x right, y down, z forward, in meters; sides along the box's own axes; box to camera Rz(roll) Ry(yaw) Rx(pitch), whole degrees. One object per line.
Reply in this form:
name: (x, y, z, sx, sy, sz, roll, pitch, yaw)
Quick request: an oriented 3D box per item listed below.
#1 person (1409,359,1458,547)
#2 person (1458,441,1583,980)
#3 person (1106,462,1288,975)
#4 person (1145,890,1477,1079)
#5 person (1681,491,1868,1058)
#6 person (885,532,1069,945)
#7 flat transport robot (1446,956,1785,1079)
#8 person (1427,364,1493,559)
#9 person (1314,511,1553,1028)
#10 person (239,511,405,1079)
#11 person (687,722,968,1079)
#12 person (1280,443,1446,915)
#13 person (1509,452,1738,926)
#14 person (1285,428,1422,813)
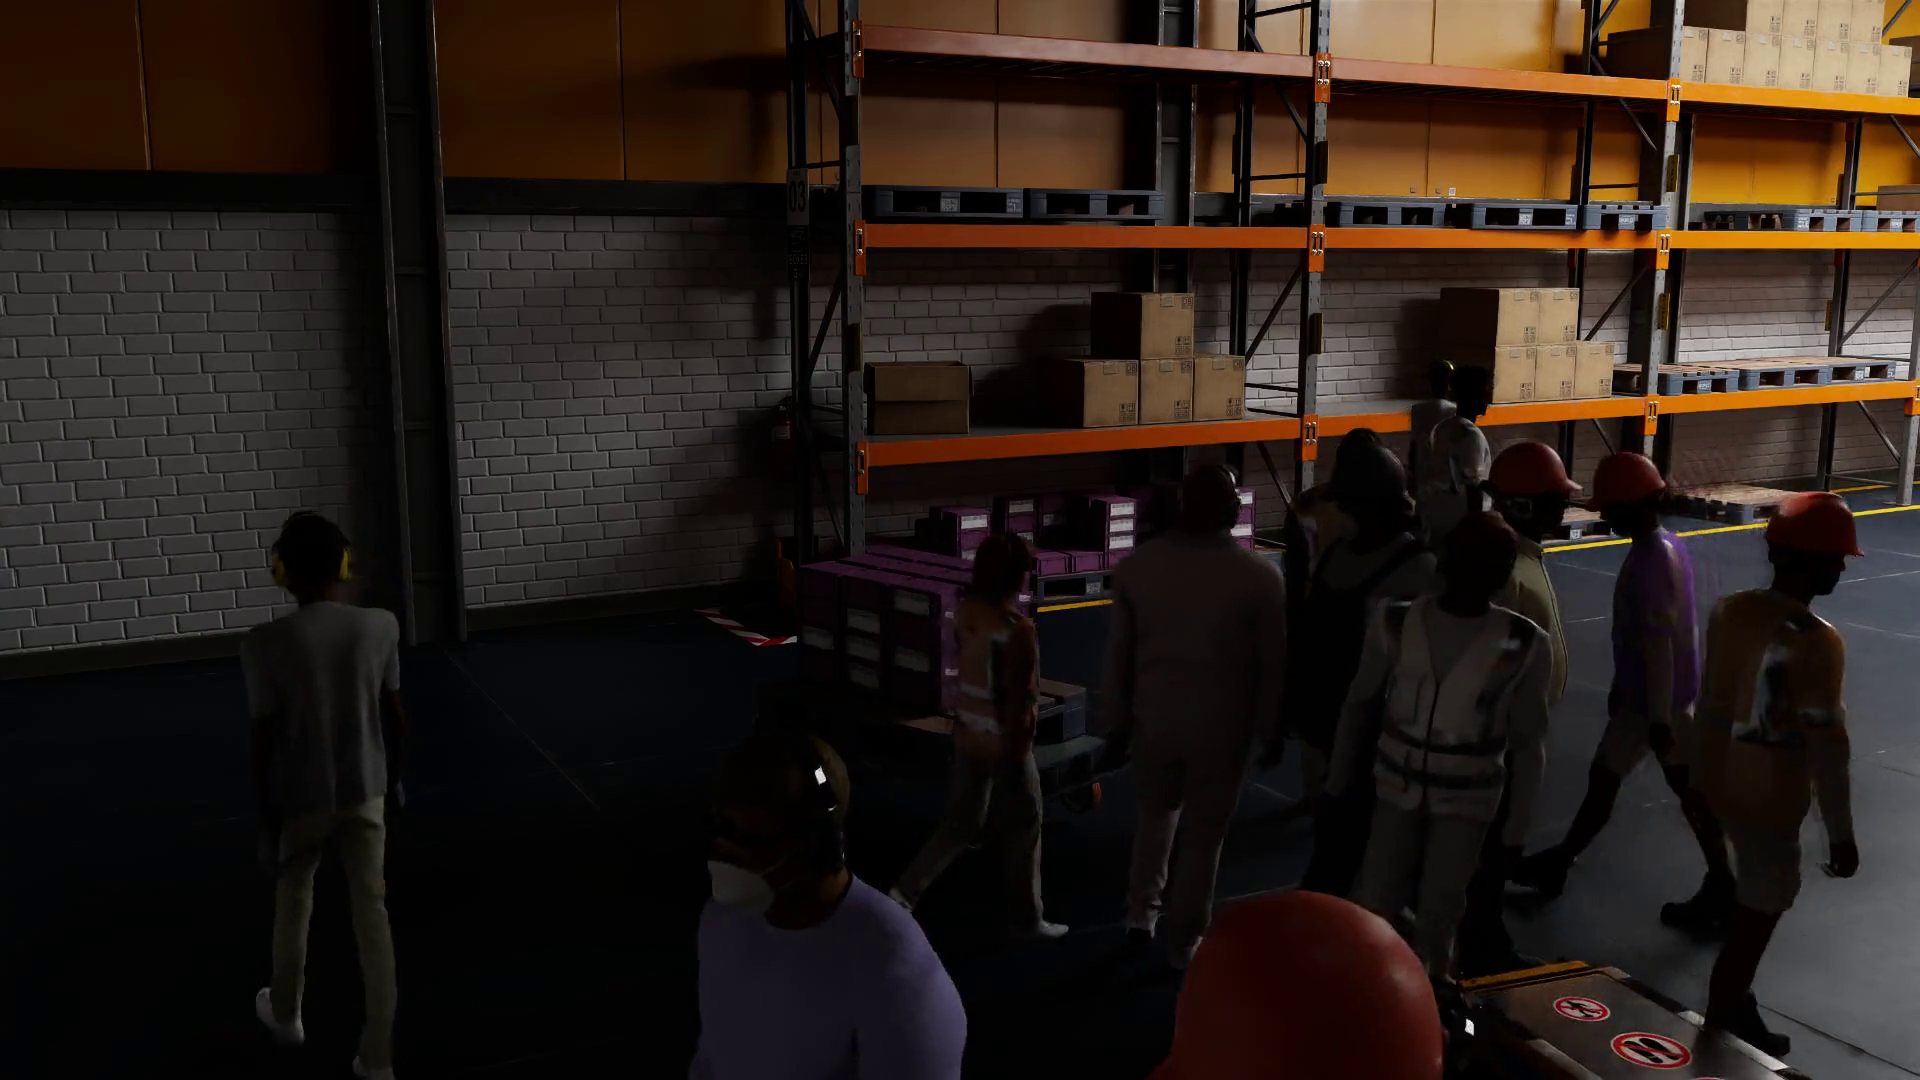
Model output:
person: (3.545, -0.401, 12.269, 0.385, 1.859, 0.548, -7, 12, -35)
person: (1.939, 0.648, 5.841, 0.375, 1.997, 0.611, 4, 11, 23)
person: (0.875, 0.655, 6.108, 0.646, 1.889, 0.427, 5, 11, 27)
person: (0.484, 1.338, 1.815, 0.660, 2.017, 0.670, -5, 11, -28)
person: (2.560, 0.798, 5.204, 0.515, 1.915, 0.568, -1, 10, -5)
person: (0.058, 0.774, 6.233, 0.696, 1.616, 0.523, -6, 11, -30)
flat transport robot: (2.065, 1.631, 5.143, 0.652, 0.197, 1.431, -3, 10, -19)
person: (3.085, -0.105, 10.258, 0.368, 1.967, 0.600, -1, 10, -7)
person: (1.493, 0.821, 5.246, 0.673, 1.856, 0.583, 7, 12, 34)
person: (-2.049, 0.813, 5.359, 0.517, 1.838, 0.870, -7, 12, -34)
person: (-0.243, 1.222, 2.738, 0.489, 1.922, 0.653, -7, 12, -37)
person: (1.421, 0.603, 5.969, 1.040, 2.000, 0.688, -2, 10, -13)
person: (2.680, 0.585, 6.576, 0.990, 1.859, 0.557, 6, 11, 31)
person: (1.840, 0.399, 7.763, 0.643, 1.839, 0.430, 5, 11, 27)
